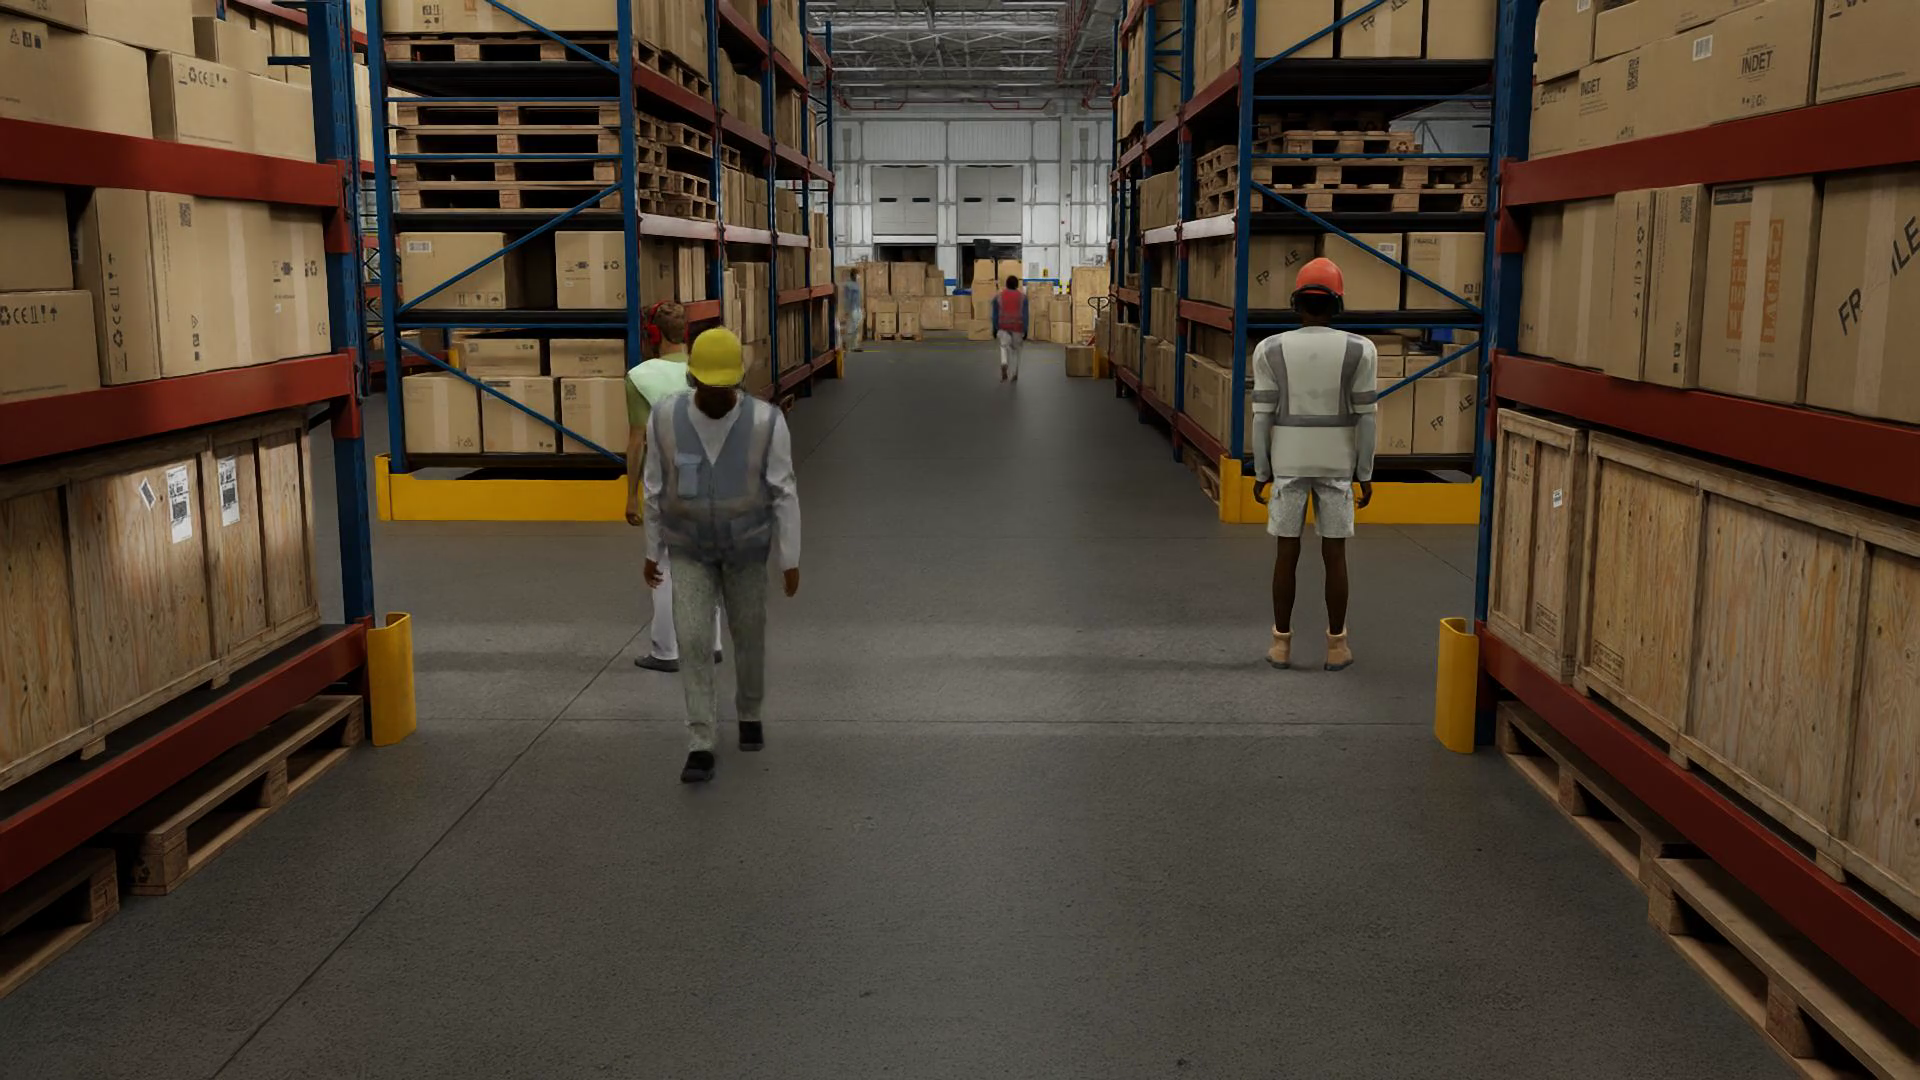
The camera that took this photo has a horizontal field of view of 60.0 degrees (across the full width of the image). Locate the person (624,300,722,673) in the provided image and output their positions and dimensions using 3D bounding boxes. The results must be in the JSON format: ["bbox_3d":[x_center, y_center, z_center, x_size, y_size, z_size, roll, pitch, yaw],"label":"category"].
[{"bbox_3d":[-1.396,-0.262,8.258,0.381,1.836,0.564,8,13,41],"label":"person"}]

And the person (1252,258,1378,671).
[{"bbox_3d":[1.748,-0.364,8.249,0.607,2.044,0.377,2,10,12],"label":"person"}]

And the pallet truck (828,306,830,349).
[{"bbox_3d":[-3.100,-3.940,29.800,1.885,1.965,0.823,3,10,19],"label":"pallet truck"}]

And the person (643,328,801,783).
[{"bbox_3d":[-0.949,0.051,6.592,0.635,1.757,0.929,-1,9,-4],"label":"person"}]

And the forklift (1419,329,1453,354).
[{"bbox_3d":[10.999,-5.527,36.668,1.129,2.768,1.873,0,9,0],"label":"forklift"}]

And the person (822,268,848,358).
[{"bbox_3d":[-2.763,-4.793,35.078,0.809,1.951,0.631,9,13,43],"label":"person"}]

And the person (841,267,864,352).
[{"bbox_3d":[-2.389,-5.169,37.405,0.475,1.925,0.631,4,10,20],"label":"person"}]

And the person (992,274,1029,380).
[{"bbox_3d":[0.868,-3.610,28.346,0.636,1.819,0.675,1,10,6],"label":"person"}]

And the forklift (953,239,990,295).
[{"bbox_3d":[0.752,-8.931,57.061,1.873,2.768,1.129,3,10,16],"label":"forklift"}]
